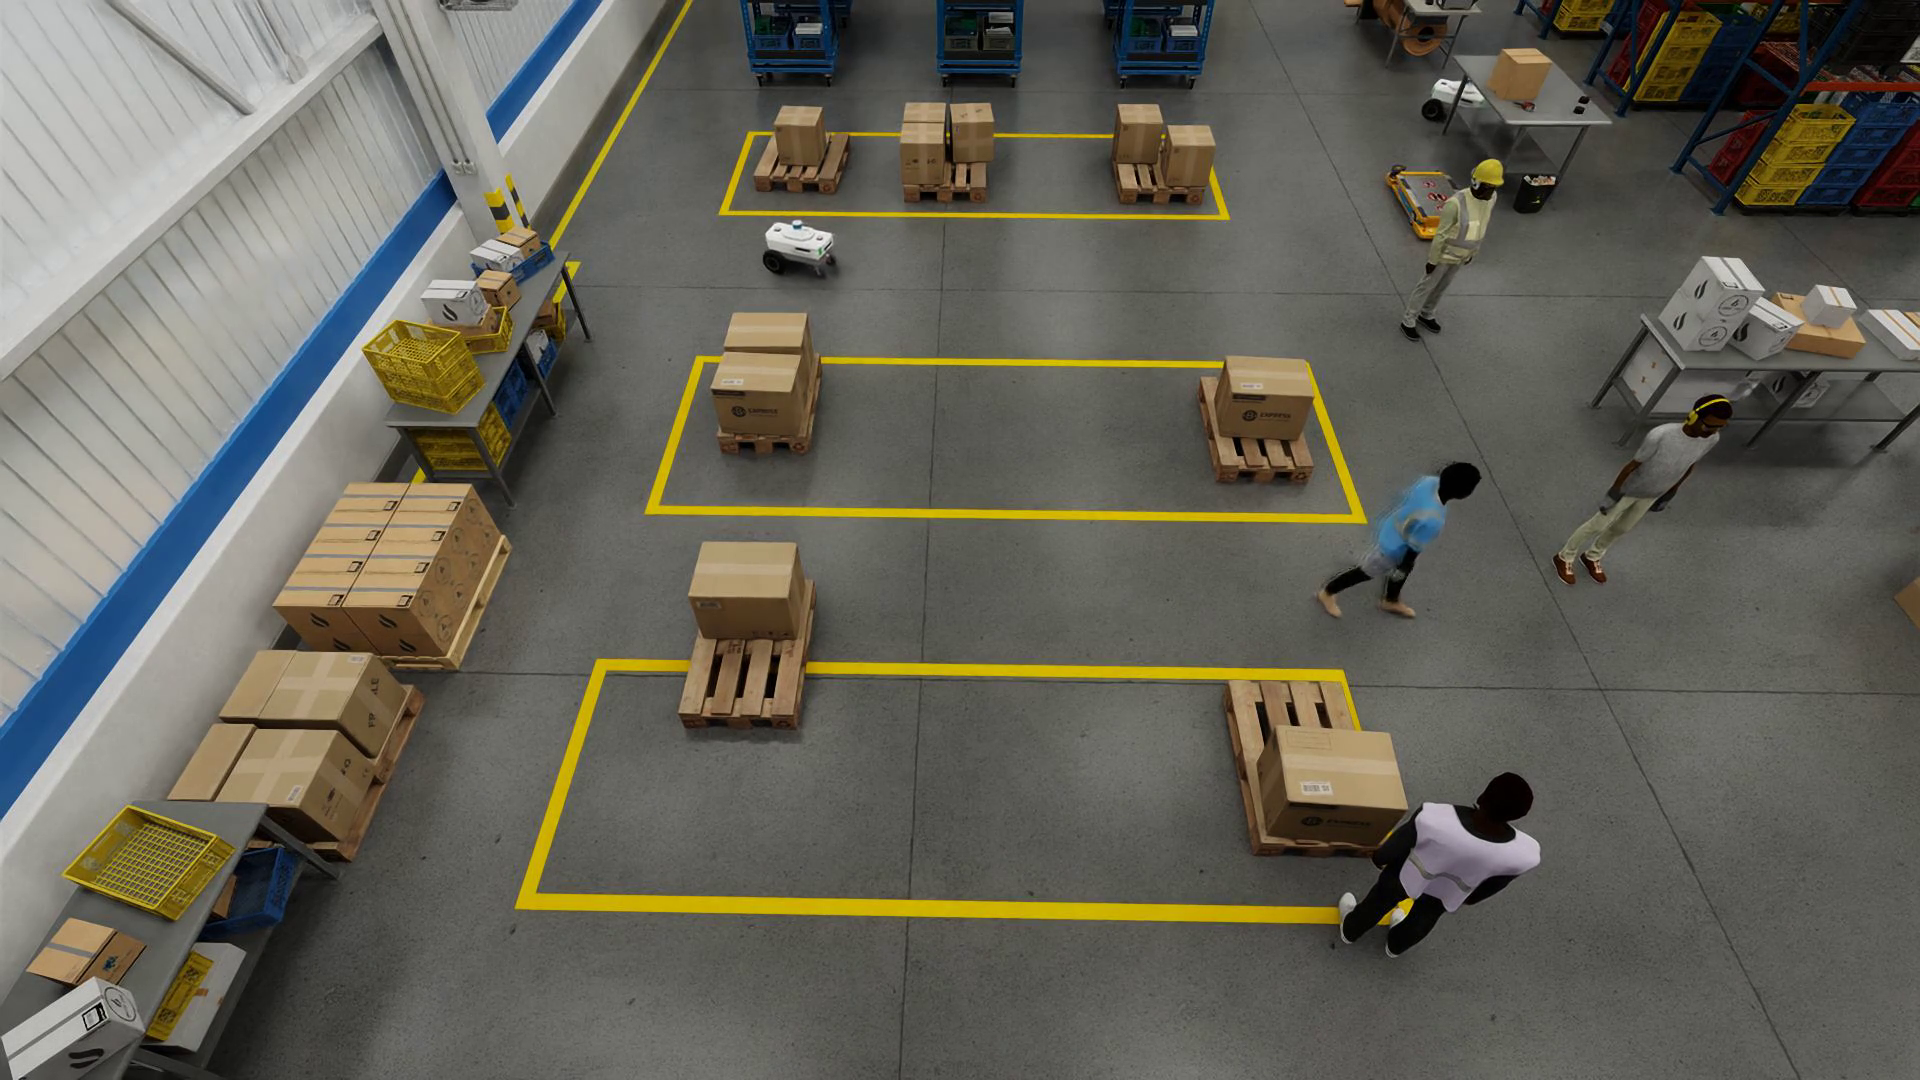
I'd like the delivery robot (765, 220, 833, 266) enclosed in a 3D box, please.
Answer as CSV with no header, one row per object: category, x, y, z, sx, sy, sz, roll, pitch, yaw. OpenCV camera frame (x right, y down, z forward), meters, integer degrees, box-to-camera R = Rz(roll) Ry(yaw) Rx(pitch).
delivery robot,-1.768,-3.286,10.113,0.707,0.478,0.477,16,51,13

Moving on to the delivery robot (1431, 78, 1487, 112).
delivery robot,6.833,-6.062,12.516,0.707,0.478,0.477,31,56,24

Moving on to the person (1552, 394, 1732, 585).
person,5.028,-0.344,6.773,0.503,1.862,0.328,1,49,1

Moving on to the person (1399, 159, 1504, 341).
person,4.796,-2.803,8.913,0.590,1.837,0.404,-22,53,-18

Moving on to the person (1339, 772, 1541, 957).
person,2.529,1.787,4.895,0.582,1.911,0.395,16,51,13

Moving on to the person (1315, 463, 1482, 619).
person,3.142,0.021,6.598,0.737,1.645,0.541,22,53,18

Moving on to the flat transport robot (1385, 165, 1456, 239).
flat transport robot,5.692,-4.094,11.059,0.652,0.197,1.431,1,49,1

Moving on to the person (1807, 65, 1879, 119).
person,11.901,-6.410,12.005,0.362,1.882,0.576,-17,51,-14
